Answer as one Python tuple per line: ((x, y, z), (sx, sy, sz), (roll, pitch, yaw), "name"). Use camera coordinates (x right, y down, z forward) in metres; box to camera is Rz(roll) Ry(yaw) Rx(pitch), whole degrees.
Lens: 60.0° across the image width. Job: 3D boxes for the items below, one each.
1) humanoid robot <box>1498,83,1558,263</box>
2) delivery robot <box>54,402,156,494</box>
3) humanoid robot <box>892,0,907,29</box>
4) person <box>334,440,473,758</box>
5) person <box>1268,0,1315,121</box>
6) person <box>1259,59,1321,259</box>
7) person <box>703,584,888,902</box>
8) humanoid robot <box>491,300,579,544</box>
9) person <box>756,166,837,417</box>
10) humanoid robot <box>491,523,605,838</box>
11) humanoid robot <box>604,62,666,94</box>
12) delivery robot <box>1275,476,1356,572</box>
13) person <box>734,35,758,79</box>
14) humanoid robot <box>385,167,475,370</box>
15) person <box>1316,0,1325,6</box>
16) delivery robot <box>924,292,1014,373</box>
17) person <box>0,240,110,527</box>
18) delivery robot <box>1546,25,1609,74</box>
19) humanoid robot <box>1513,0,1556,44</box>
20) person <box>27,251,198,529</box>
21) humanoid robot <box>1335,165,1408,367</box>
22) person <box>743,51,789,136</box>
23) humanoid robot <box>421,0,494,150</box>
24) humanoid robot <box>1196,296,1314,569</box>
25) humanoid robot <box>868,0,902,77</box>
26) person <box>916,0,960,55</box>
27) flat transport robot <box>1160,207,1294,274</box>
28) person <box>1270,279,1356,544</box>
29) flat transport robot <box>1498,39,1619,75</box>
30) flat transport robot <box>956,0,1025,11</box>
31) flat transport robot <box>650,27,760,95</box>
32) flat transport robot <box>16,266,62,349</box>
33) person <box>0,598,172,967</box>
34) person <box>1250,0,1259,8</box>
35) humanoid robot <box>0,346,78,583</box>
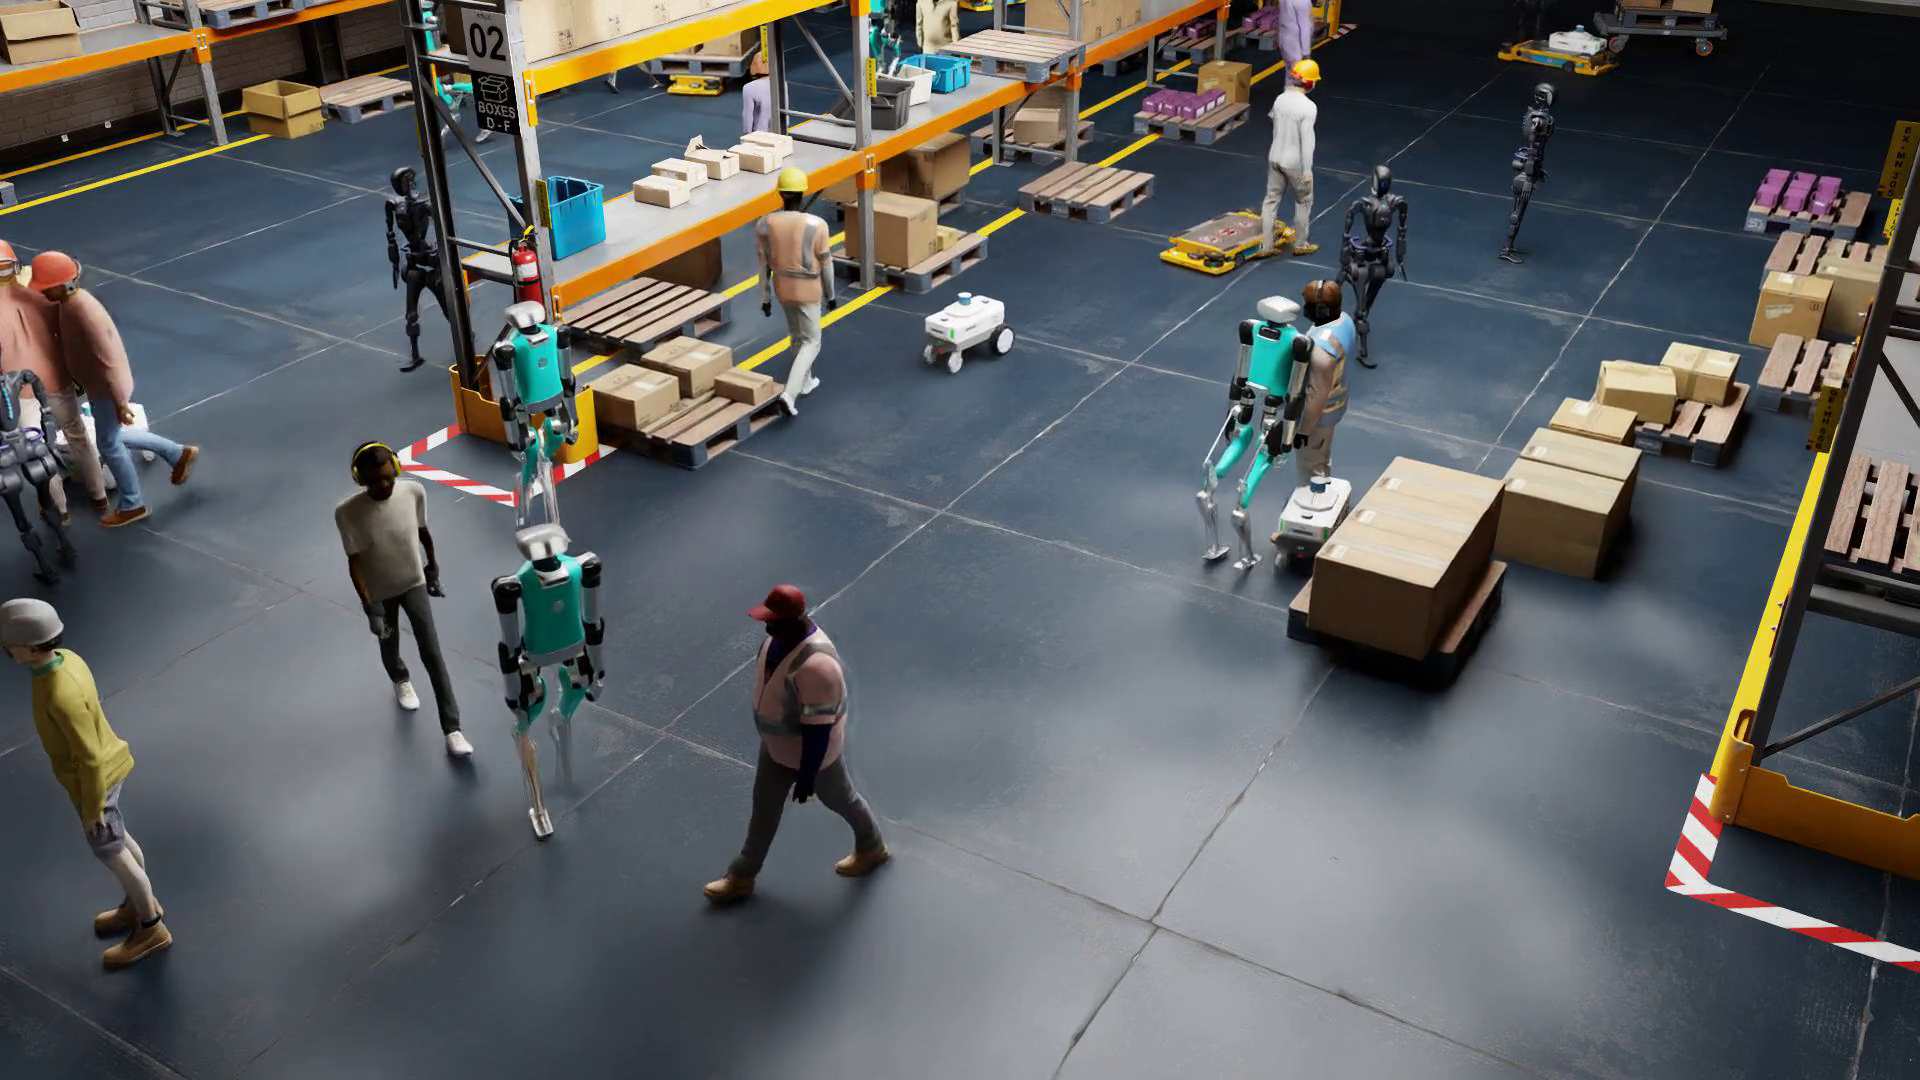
((5.359, -3.465, 15.626), (0.315, 1.657, 0.599), (15, 33, 25), "humanoid robot")
((-6.149, -0.710, 11.882), (0.499, 0.570, 0.747), (8, 30, 13), "delivery robot")
((-0.855, -8.326, 24.281), (0.603, 1.628, 0.768), (-5, 30, -9), "humanoid robot")
((-2.997, 0.271, 8.899), (0.507, 1.800, 1.000), (-17, 34, -28), "person")
((3.947, -5.823, 19.602), (0.519, 1.884, 0.702), (-6, 30, -10), "person")
((3.176, -3.573, 15.637), (0.739, 1.867, 0.597), (-21, 36, -33), "person")
((-0.772, 0.945, 7.817), (0.950, 1.701, 0.629), (-18, 34, -29), "person")
((-2.840, -0.723, 10.842), (0.553, 1.890, 0.782), (-26, 39, -38), "humanoid robot")
((-1.257, -1.878, 12.605), (0.579, 1.896, 0.823), (12, 32, 21), "person")
((-2.107, 0.667, 8.363), (0.535, 1.866, 0.777), (-20, 35, -31), "humanoid robot")
((-4.219, -6.541, 21.045), (0.974, 1.760, 0.574), (-24, 37, -36), "humanoid robot")
((2.316, -0.143, 10.875), (0.499, 0.566, 0.739), (12, 32, 20), "delivery robot")
((-2.845, -6.953, 21.556), (0.483, 1.934, 0.450), (1, 29, 2), "person")
((-4.346, -2.235, 13.529), (0.612, 1.642, 0.782), (10, 31, 17), "humanoid robot")
((5.725, -9.162, 25.552), (0.429, 1.841, 0.632), (13, 32, 22), "person")
((0.060, -1.750, 13.765), (0.499, 0.612, 0.801), (23, 37, 35), "delivery robot")
((-6.128, -1.039, 11.038), (0.389, 1.985, 0.610), (24, 37, 36), "person")
((8.274, -6.594, 22.300), (0.766, 0.580, 0.499), (24, 37, 36), "delivery robot")
((7.852, -7.413, 22.615), (0.589, 1.648, 0.332), (-4, 30, -6), "humanoid robot")
((-5.618, -1.046, 11.080), (0.738, 1.958, 0.638), (-21, 36, -32), "person")
((3.368, -2.289, 13.622), (0.616, 1.628, 0.790), (-7, 30, -12), "humanoid robot")
((-1.954, -4.116, 16.841), (0.501, 1.626, 0.284), (-17, 34, -27), "person")
((-5.722, -5.292, 18.880), (1.035, 1.781, 0.541), (-25, 38, -37), "humanoid robot")
((1.765, -0.622, 10.541), (0.852, 1.741, 0.554), (-24, 37, -36), "humanoid robot")
((-0.939, -6.329, 20.673), (0.530, 1.818, 0.643), (16, 33, 26), "humanoid robot")
((-0.287, -5.924, 19.942), (0.581, 1.712, 0.831), (8, 30, 13), "person")
((2.616, -2.889, 16.052), (0.659, 0.231, 1.431), (24, 37, 36), "flat transport robot")
((2.286, -0.819, 10.798), (0.430, 1.839, 0.621), (12, 32, 20), "person")
((8.108, -6.547, 22.524), (1.431, 0.231, 0.659), (26, 39, 38), "flat transport robot")
((0.610, -8.462, 25.910), (1.431, 0.231, 0.659), (-21, 36, -33), "flat transport robot")
((-3.288, -6.064, 21.669), (0.659, 0.231, 1.431), (4, 30, 7), "flat transport robot")
((-7.747, -1.483, 13.565), (1.431, 0.231, 0.659), (-11, 31, -18), "flat transport robot")
((-3.886, 1.068, 7.407), (0.395, 1.888, 0.485), (-16, 33, -25), "person")
((4.899, -8.889, 25.125), (0.947, 1.809, 0.543), (10, 31, 17), "person")
((-5.952, -0.512, 10.416), (0.427, 1.654, 0.602), (24, 37, 35), "humanoid robot")
